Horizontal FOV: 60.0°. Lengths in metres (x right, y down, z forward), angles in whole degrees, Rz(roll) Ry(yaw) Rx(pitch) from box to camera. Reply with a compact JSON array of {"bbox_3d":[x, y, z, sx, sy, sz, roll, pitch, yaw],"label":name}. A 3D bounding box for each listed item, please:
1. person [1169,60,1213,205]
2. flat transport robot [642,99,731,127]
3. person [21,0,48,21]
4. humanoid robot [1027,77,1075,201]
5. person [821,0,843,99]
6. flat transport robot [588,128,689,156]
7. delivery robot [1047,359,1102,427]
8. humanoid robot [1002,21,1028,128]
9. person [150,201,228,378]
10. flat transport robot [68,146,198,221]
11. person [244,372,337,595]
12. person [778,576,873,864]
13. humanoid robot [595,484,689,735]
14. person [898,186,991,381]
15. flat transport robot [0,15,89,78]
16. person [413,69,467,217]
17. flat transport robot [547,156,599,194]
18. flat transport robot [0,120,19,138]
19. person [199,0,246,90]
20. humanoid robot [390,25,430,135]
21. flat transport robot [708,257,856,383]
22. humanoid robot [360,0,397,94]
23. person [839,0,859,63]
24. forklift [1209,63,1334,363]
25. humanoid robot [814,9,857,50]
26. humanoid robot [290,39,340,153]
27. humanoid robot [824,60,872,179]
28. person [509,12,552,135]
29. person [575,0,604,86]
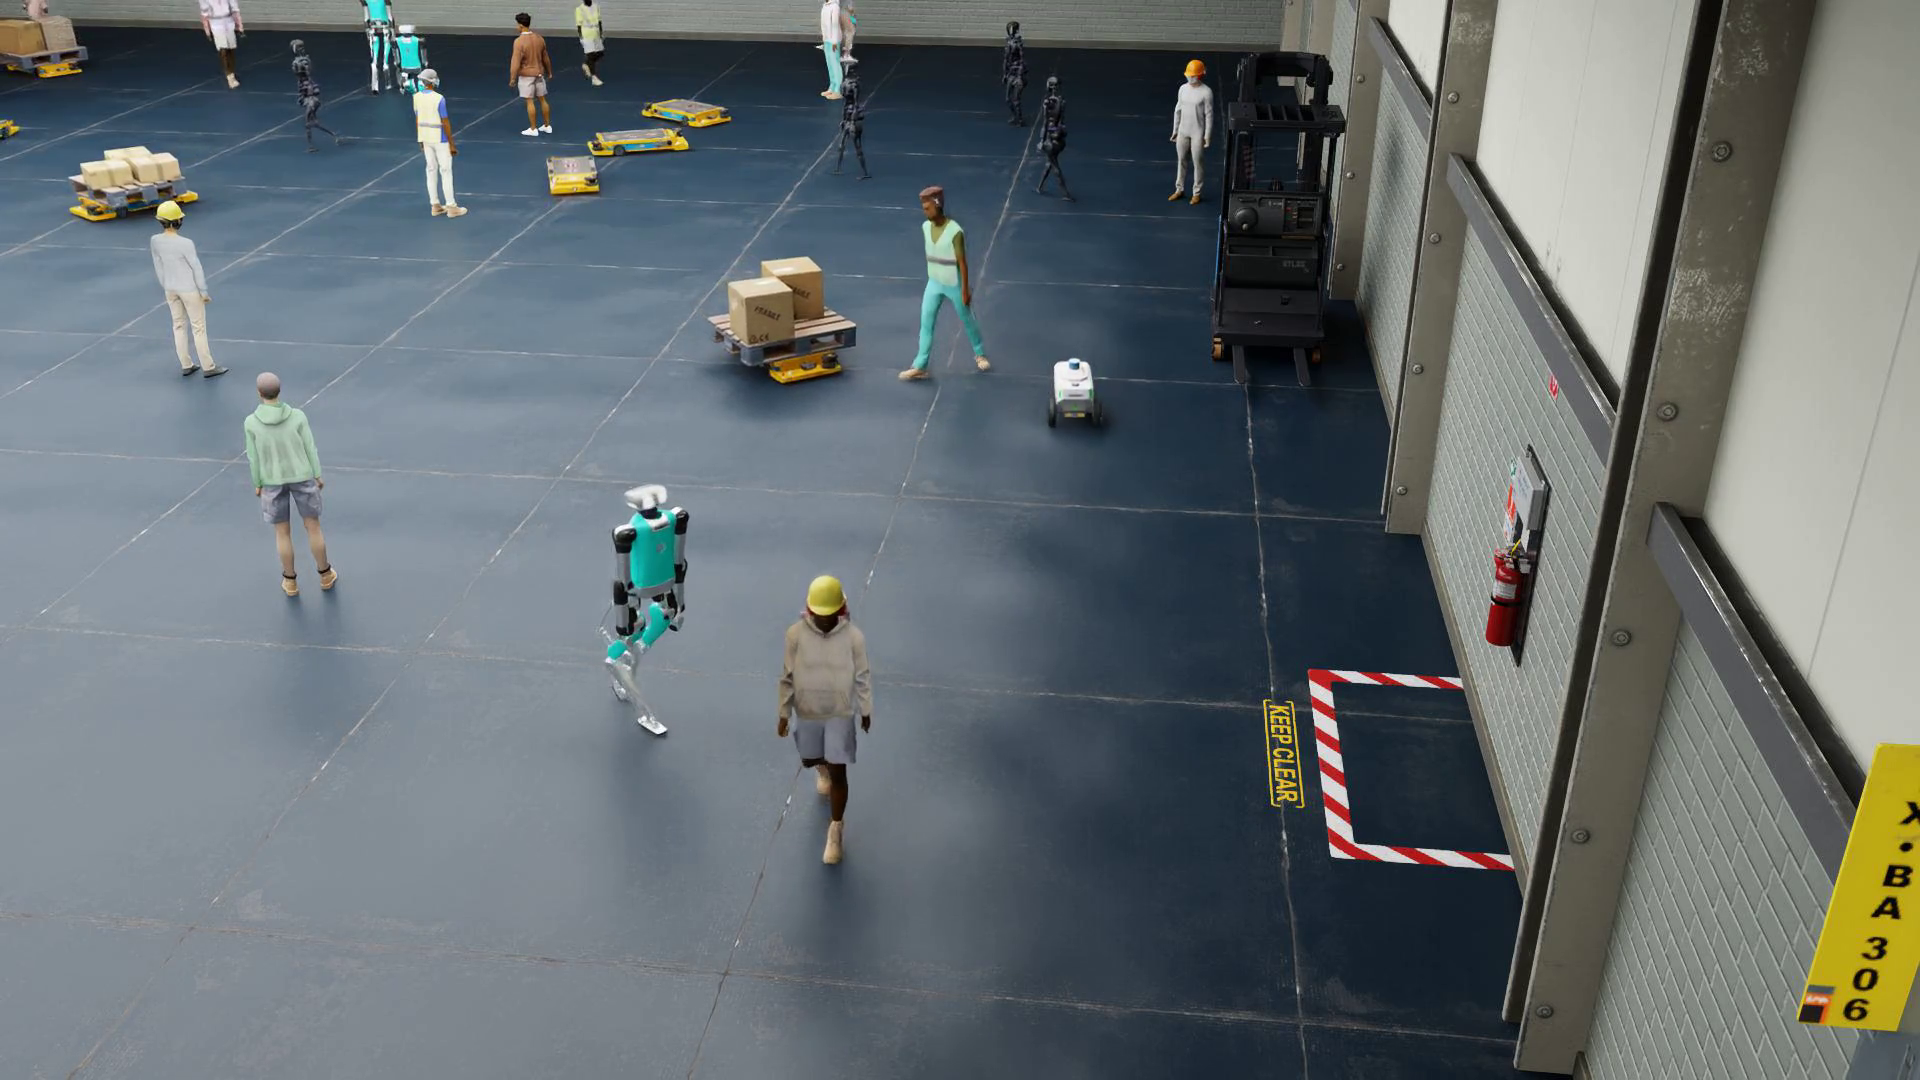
[{"bbox_3d":[3.094,-5.444,22.201,0.572,1.888,0.375,17,31,31],"label":"person"},{"bbox_3d":[-4.439,-6.926,26.965,1.431,0.231,0.659,21,33,35],"label":"flat transport robot"},{"bbox_3d":[-17.743,-10.318,31.949,0.661,1.869,0.787,20,33,34],"label":"person"},{"bbox_3d":[1.232,-5.407,22.422,0.786,1.625,0.609,15,30,28],"label":"humanoid robot"},{"bbox_3d":[-2.185,-8.474,28.235,0.363,1.909,0.480,-14,30,-26],"label":"person"},{"bbox_3d":[-4.874,-6.016,25.148,1.431,0.231,0.659,-8,28,-16],"label":"flat transport robot"},{"bbox_3d":[1.066,-1.393,15.603,0.499,0.596,0.775,0,27,1],"label":"delivery robot"},{"bbox_3d":[0.890,-7.346,26.243,0.389,1.644,0.585,-15,30,-27],"label":"humanoid robot"},{"bbox_3d":[-7.632,-2.462,16.382,0.529,1.768,0.310,8,28,15],"label":"person"},{"bbox_3d":[-11.037,-4.540,22.201,0.659,0.231,1.431,21,33,35],"label":"flat transport robot"},{"bbox_3d":[-4.968,-0.408,12.309,0.480,1.741,0.339,-10,28,-20],"label":"person"},{"bbox_3d":[-0.770,0.943,9.613,0.542,1.741,0.760,2,27,4],"label":"person"},{"bbox_3d":[-2.138,0.429,10.724,0.861,1.848,0.559,23,35,38],"label":"humanoid robot"},{"bbox_3d":[-0.093,-2.534,16.372,0.600,1.917,0.978,19,32,32],"label":"person"},{"bbox_3d":[-16.786,-8.669,30.445,1.431,0.231,0.659,18,32,32],"label":"flat transport robot"},{"bbox_3d":[-6.807,-5.143,21.597,0.526,1.891,0.397,12,29,22],"label":"person"},{"bbox_3d":[-5.460,-5.150,23.420,0.659,0.231,1.431,-6,27,-13],"label":"flat transport robot"},{"bbox_3d":[-15.148,-6.219,25.553,0.659,0.231,1.431,0,27,0],"label":"flat transport robot"},{"bbox_3d":[-12.777,-8.876,28.942,0.614,1.994,1.002,-21,33,-36],"label":"person"},{"bbox_3d":[-8.374,-7.079,25.631,0.540,1.733,1.003,-2,27,-5],"label":"humanoid robot"},{"bbox_3d":[-1.830,-1.952,17.035,0.659,0.231,1.431,-15,30,-27],"label":"flat transport robot"},{"bbox_3d":[-10.068,-8.572,28.706,0.549,1.857,0.834,1,27,1],"label":"humanoid robot"},{"bbox_3d":[-2.123,-9.853,31.036,0.658,1.855,0.527,-1,27,-2],"label":"person"},{"bbox_3d":[3.241,-3.477,17.183,1.129,2.768,1.873,3,27,6],"label":"forklift"},{"bbox_3d":[-2.317,-10.155,31.777,1.011,1.729,0.532,1,27,1],"label":"humanoid robot"},{"bbox_3d":[-9.679,-6.661,24.893,0.660,1.636,0.609,-19,32,-33],"label":"humanoid robot"},{"bbox_3d":[-1.575,-5.869,23.296,0.652,1.642,0.601,-9,28,-18],"label":"humanoid robot"},{"bbox_3d":[-6.626,-7.234,25.817,0.388,1.848,0.778,19,32,33],"label":"person"},{"bbox_3d":[-6.551,-8.879,29.277,0.519,1.678,0.549,18,32,32],"label":"person"}]
